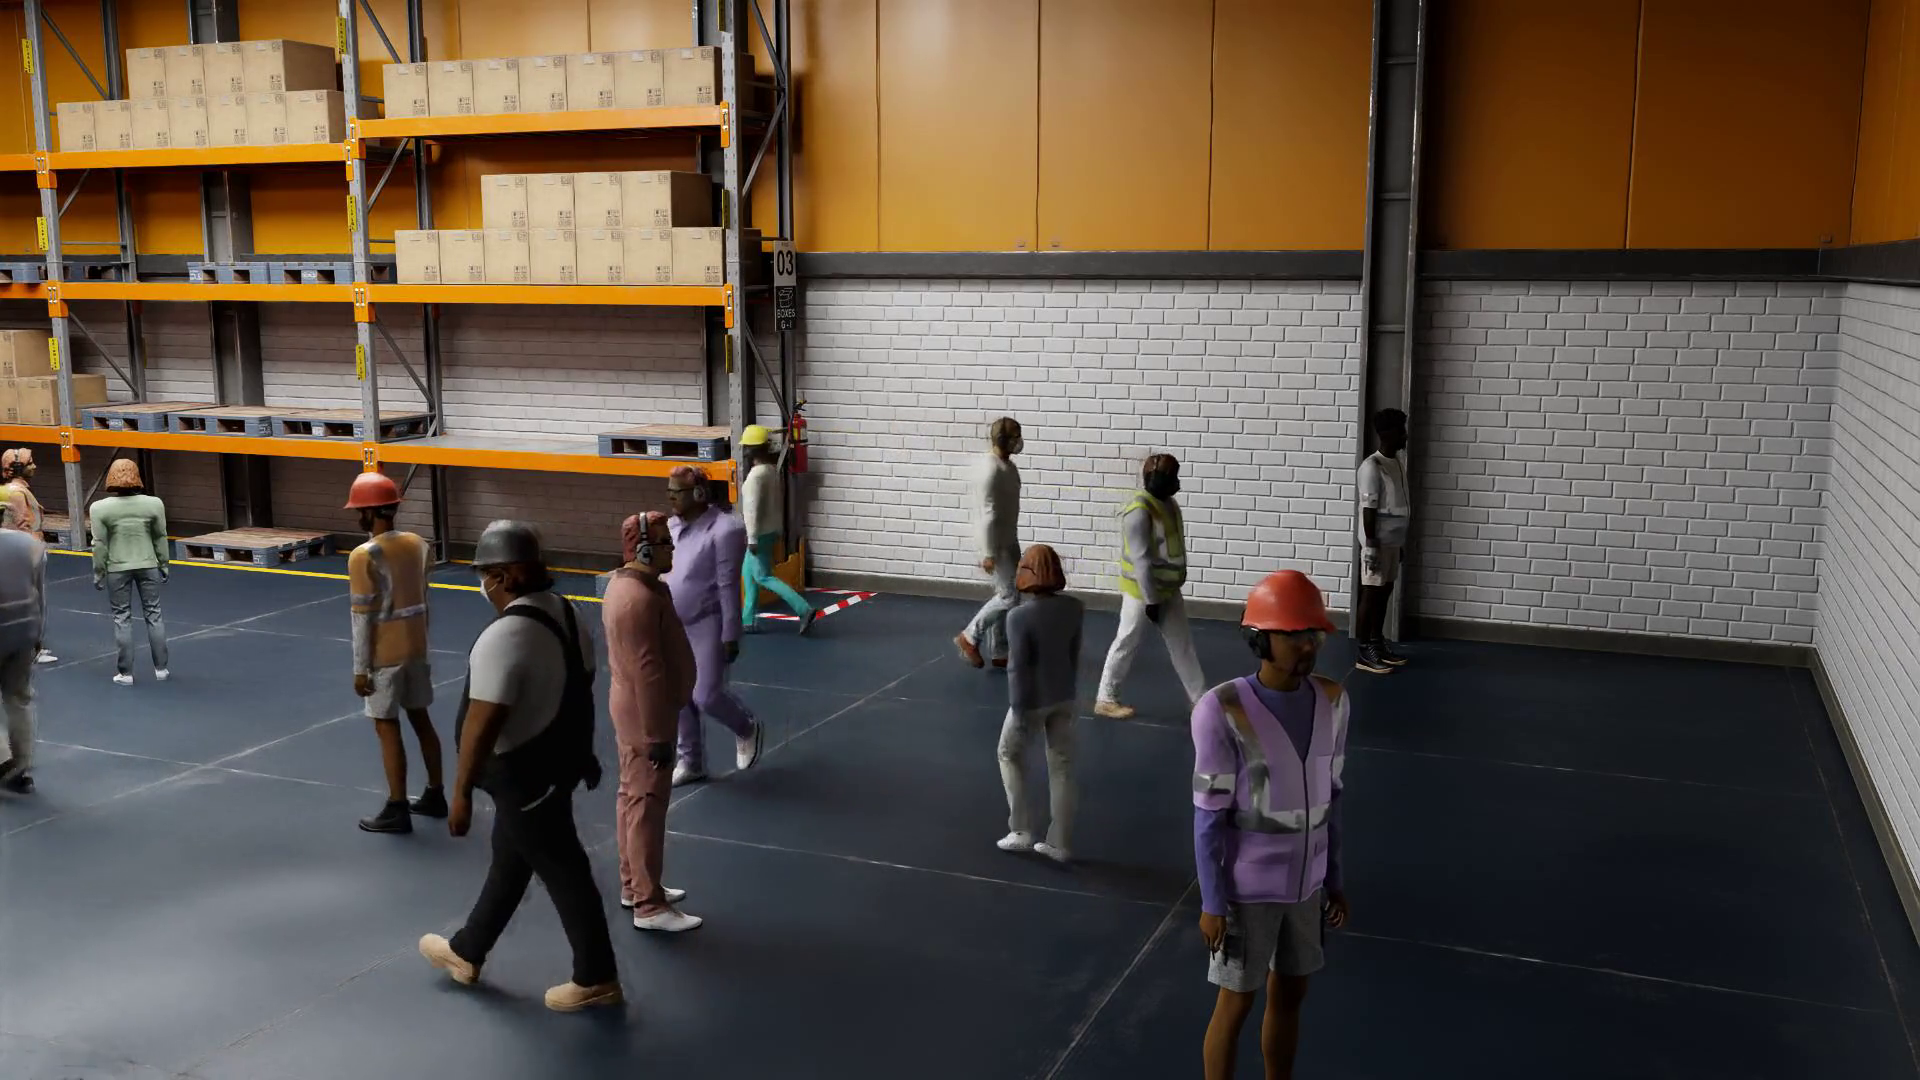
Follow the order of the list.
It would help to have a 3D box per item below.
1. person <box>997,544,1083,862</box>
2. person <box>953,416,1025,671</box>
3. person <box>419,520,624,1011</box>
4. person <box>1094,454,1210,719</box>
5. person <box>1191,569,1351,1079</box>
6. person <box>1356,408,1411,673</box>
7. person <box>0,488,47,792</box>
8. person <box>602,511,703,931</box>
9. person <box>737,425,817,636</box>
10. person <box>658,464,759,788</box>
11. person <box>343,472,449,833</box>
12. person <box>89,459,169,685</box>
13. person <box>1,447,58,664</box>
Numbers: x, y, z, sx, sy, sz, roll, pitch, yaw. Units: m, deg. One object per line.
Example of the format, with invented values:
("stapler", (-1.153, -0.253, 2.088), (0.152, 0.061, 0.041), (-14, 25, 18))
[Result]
("person", (0.398, 0.820, 8.464), (0.506, 1.618, 0.504), (-6, 11, -30))
("person", (0.282, 0.045, 12.231), (0.482, 1.920, 0.646), (3, 10, 16))
("person", (-1.829, 0.889, 6.752), (1.009, 2.000, 0.808), (2, 9, 9))
("person", (1.322, 0.327, 10.918), (0.974, 1.786, 0.654), (6, 11, 31))
("person", (1.030, 1.106, 5.423), (0.609, 2.047, 0.367), (-5, 11, -30))
("person", (3.162, -0.006, 12.398), (0.361, 1.965, 0.613), (6, 11, 34))
("person", (-5.462, 0.556, 9.440), (0.426, 1.816, 0.606), (5, 11, 28))
("person", (-1.402, 0.815, 7.602), (0.406, 1.911, 0.638), (-3, 10, -19))
("person", (-1.544, -0.065, 13.437), (0.759, 1.745, 0.525), (1, 9, 7))
("person", (-1.490, 0.492, 9.628), (0.655, 1.884, 0.535), (7, 12, 37))
("person", (-3.059, 0.596, 8.909), (0.414, 1.925, 0.556), (4, 10, 24))
("person", (-5.970, 0.228, 11.988), (0.509, 1.632, 0.267), (-7, 12, -38))
("person", (-7.113, 0.118, 12.635), (0.314, 1.642, 0.514), (-6, 11, -33))
